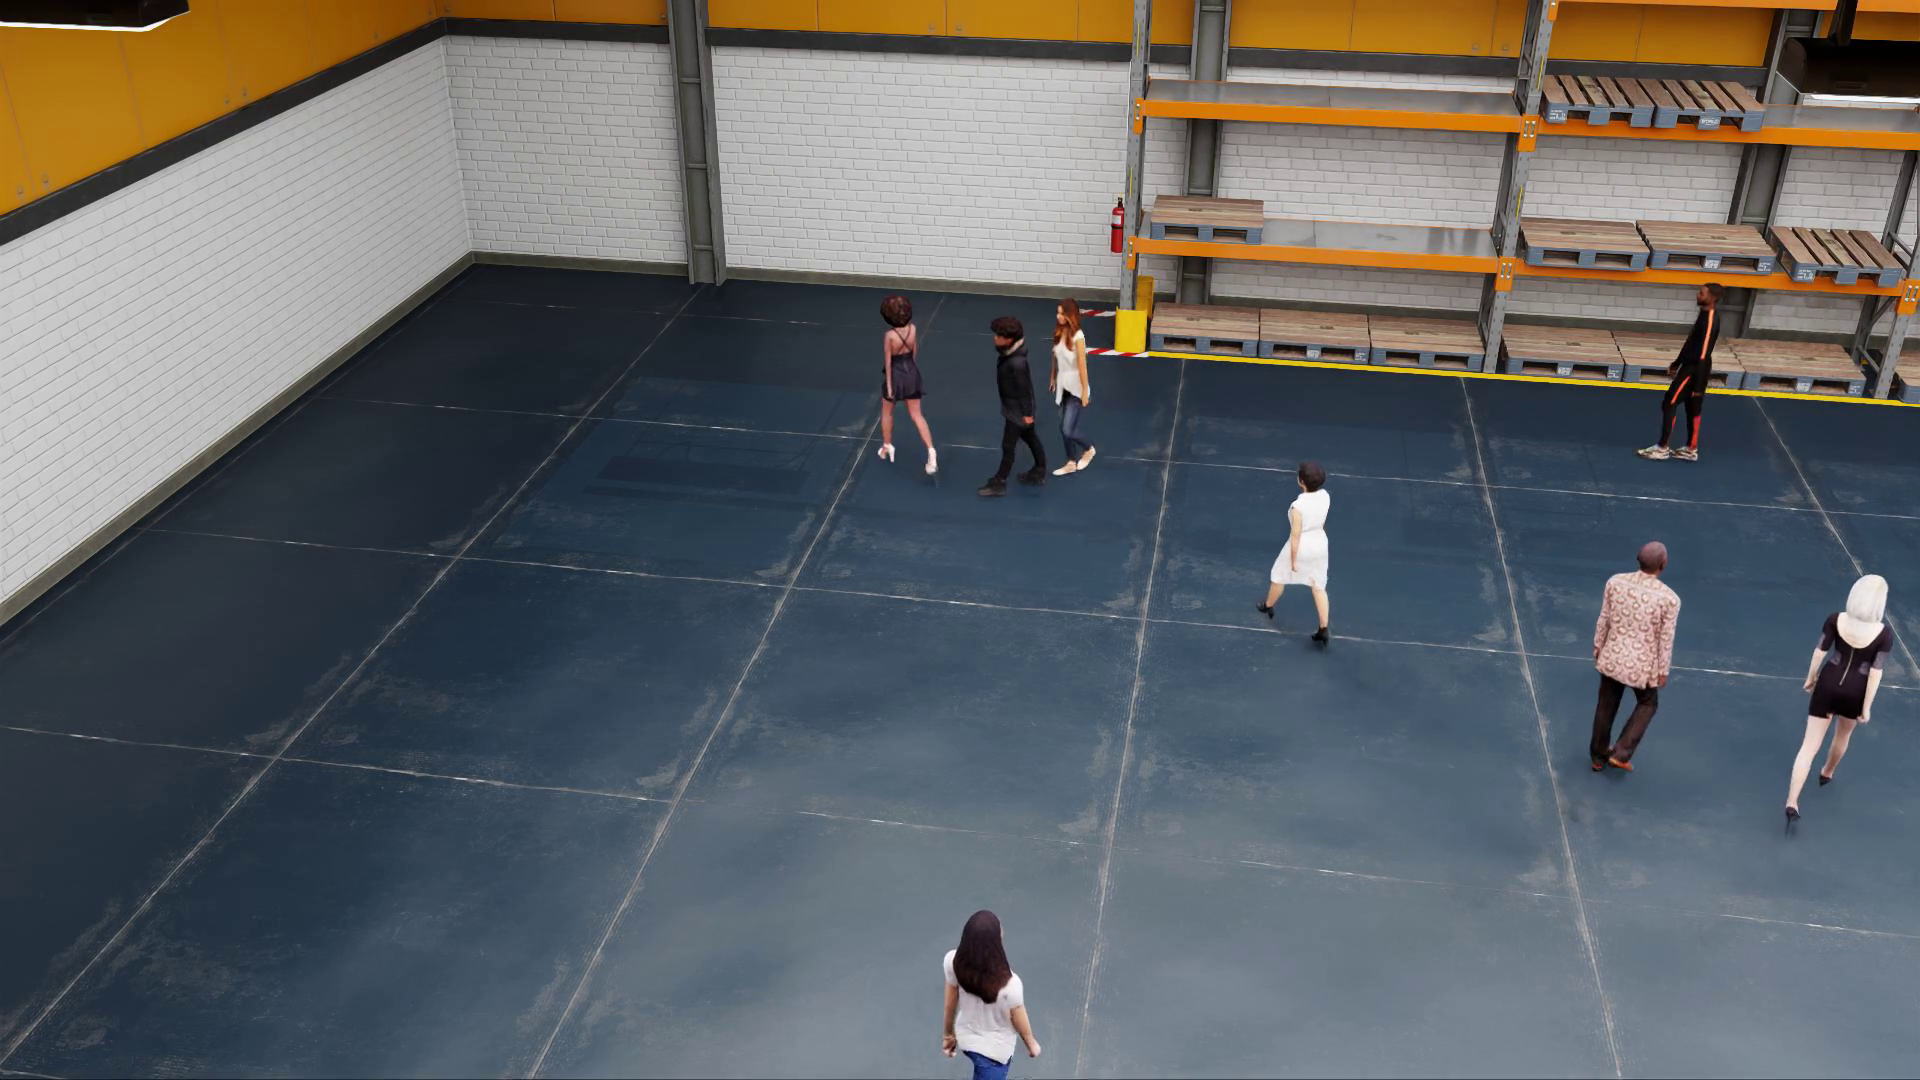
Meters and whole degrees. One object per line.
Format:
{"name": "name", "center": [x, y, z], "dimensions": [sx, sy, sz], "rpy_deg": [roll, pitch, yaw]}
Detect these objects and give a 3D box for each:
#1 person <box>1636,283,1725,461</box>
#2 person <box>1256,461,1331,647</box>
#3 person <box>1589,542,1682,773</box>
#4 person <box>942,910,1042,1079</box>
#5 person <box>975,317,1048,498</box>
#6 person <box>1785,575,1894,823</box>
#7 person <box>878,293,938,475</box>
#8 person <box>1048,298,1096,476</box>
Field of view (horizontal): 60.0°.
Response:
{"name": "person", "center": [7.085, -1.582, 15.845], "dimensions": [0.859, 1.792, 0.742], "rpy_deg": [12, 31, 21]}
{"name": "person", "center": [2.755, 0.127, 13.003], "dimensions": [0.989, 1.514, 0.973], "rpy_deg": [-14, 32, -24]}
{"name": "person", "center": [4.551, 0.859, 11.365], "dimensions": [0.775, 1.798, 0.881], "rpy_deg": [24, 37, 37]}
{"name": "person", "center": [0.079, 2.617, 8.307], "dimensions": [1.157, 1.640, 1.068], "rpy_deg": [23, 36, 35]}
{"name": "person", "center": [0.600, -1.222, 15.249], "dimensions": [1.047, 1.731, 0.852], "rpy_deg": [-5, 29, -10]}
{"name": "person", "center": [5.767, 1.078, 10.974], "dimensions": [1.165, 1.788, 1.031], "rpy_deg": [21, 35, 34]}
{"name": "person", "center": [-0.482, -1.427, 15.598], "dimensions": [1.030, 1.757, 1.072], "rpy_deg": [-17, 33, -28]}
{"name": "person", "center": [1.115, -1.424, 15.578], "dimensions": [0.841, 1.772, 0.786], "rpy_deg": [-14, 32, -24]}
